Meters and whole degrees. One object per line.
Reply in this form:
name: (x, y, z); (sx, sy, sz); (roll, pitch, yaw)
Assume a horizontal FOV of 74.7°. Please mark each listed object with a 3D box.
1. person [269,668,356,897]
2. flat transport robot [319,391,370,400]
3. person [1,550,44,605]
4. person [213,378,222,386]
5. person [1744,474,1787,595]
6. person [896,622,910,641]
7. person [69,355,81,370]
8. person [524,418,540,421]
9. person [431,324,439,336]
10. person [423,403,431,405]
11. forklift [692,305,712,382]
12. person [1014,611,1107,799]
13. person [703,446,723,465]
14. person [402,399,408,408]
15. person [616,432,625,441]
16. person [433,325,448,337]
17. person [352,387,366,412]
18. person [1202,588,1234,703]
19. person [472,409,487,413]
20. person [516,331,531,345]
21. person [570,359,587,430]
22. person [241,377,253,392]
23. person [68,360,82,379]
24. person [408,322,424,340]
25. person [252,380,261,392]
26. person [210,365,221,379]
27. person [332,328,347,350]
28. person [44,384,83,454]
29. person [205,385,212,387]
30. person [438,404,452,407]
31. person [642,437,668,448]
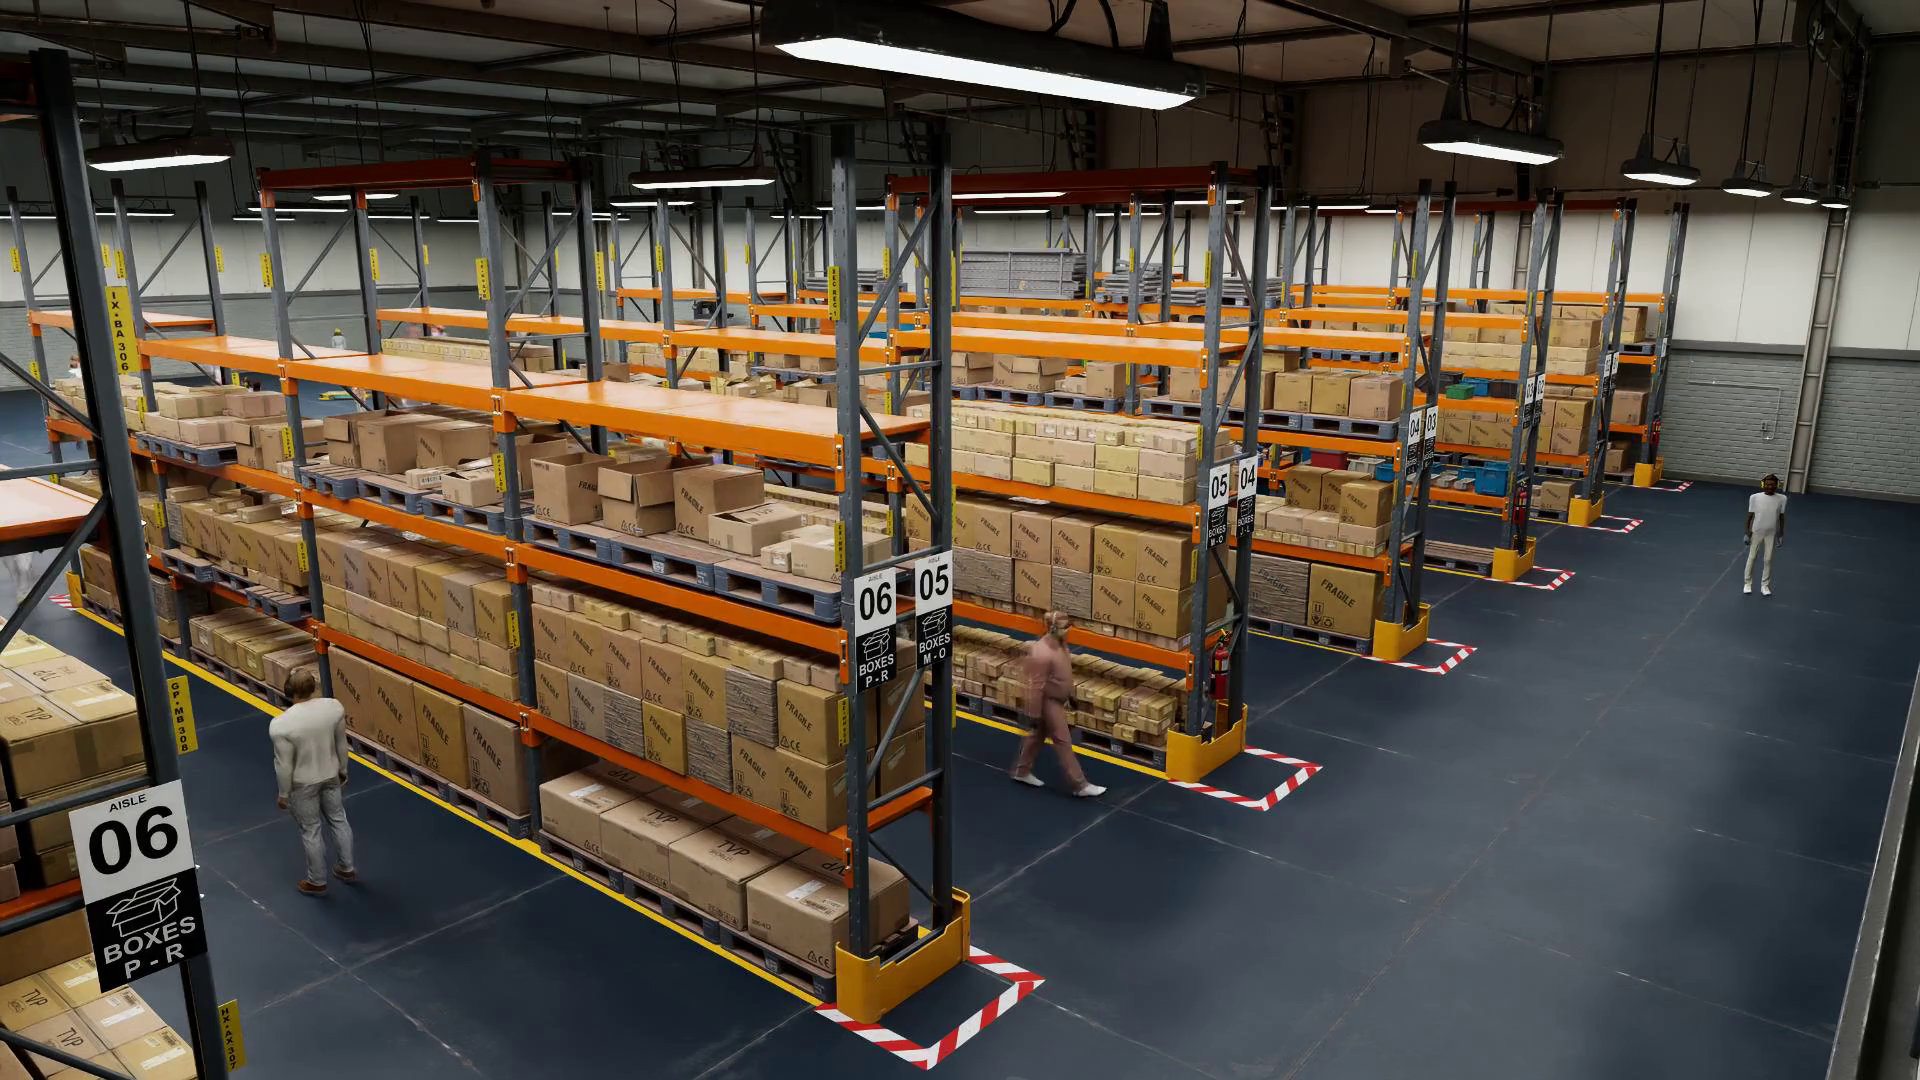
person: (-5.342, 1.986, 10.418); (0.352, 1.937, 0.635); (8, 16, 29)
flat transport robot: (-20.575, -4.842, 42.073); (1.431, 0.197, 0.652); (-3, 14, -12)
person: (-13.844, 0.118, 18.390); (0.683, 1.793, 0.866); (-6, 15, -25)
person: (-18.182, -3.046, 31.168); (0.567, 1.913, 0.493); (0, 14, -1)
person: (12.225, -0.091, 19.135); (0.517, 1.865, 0.325); (6, 15, 22)
person: (-0.779, 1.250, 13.593); (1.010, 1.868, 0.602); (8, 16, 30)
person: (-28.078, -5.087, 40.144); (0.307, 1.637, 0.512); (5, 14, 18)
person: (-10.299, -2.755, 30.075); (0.616, 1.864, 0.394); (-1, 14, -4)
person: (-21.043, -7.796, 50.540); (0.613, 1.995, 0.391); (-4, 14, -16)
person: (-16.190, -4.786, 38.350); (0.401, 1.904, 0.648); (1, 14, 5)
forklift: (-9.511, -7.392, 47.124); (1.873, 2.768, 1.129); (11, 17, 38)
person: (0.958, 1.583, 12.247); (0.984, 1.850, 0.671); (5, 14, 19)
person: (-4.476, -0.941, 22.564); (0.548, 1.879, 1.001); (-11, 18, -39)
person: (-16.986, -4.630, 37.663); (0.622, 1.945, 1.014); (10, 17, 36)
person: (-8.982, -3.245, 32.513); (0.852, 1.652, 0.552); (-1, 14, -3)
person: (-20.031, -7.388, 48.803); (0.789, 2.015, 0.630); (9, 16, 31)
person: (-16.678, -3.837, 34.991); (0.310, 1.642, 0.514); (-11, 18, -39)
person: (2.933, 1.218, 14.302); (0.513, 1.579, 0.854); (-10, 17, -35)
person: (-14.546, -4.608, 37.579); (0.825, 1.915, 0.650); (1, 14, 3)
person: (-19.087, -8.835, 55.099); (0.654, 1.861, 0.649); (-11, 17, -37)
person: (-10.745, -4.090, 35.355); (0.362, 1.963, 0.614); (6, 15, 22)
person: (-18.187, -3.260, 32.248); (0.979, 1.820, 0.531); (-1, 14, -3)
person: (-27.020, -4.707, 38.602); (0.710, 1.613, 0.521); (2, 14, 7)
person: (-22.803, -8.294, 52.890); (0.660, 1.860, 1.021); (4, 14, 16)
person: (-17.105, -2.963, 30.840); (0.374, 1.912, 0.587); (8, 16, 31)
person: (-24.584, -5.648, 41.881); (0.436, 1.915, 0.666); (12, 18, 41)
person: (-24.711, -7.569, 50.171); (0.499, 1.711, 0.728); (-7, 15, -25)
person: (-22.712, -3.085, 31.717); (0.518, 1.730, 0.828); (5, 15, 21)
person: (-18.237, -2.847, 30.574); (0.549, 1.818, 0.627); (-6, 15, -22)
person: (-13.402, -3.316, 32.476); (0.697, 1.813, 0.659); (-13, 19, -43)
person: (-5.925, -1.411, 24.282); (1.041, 1.989, 0.618); (11, 18, 39)
